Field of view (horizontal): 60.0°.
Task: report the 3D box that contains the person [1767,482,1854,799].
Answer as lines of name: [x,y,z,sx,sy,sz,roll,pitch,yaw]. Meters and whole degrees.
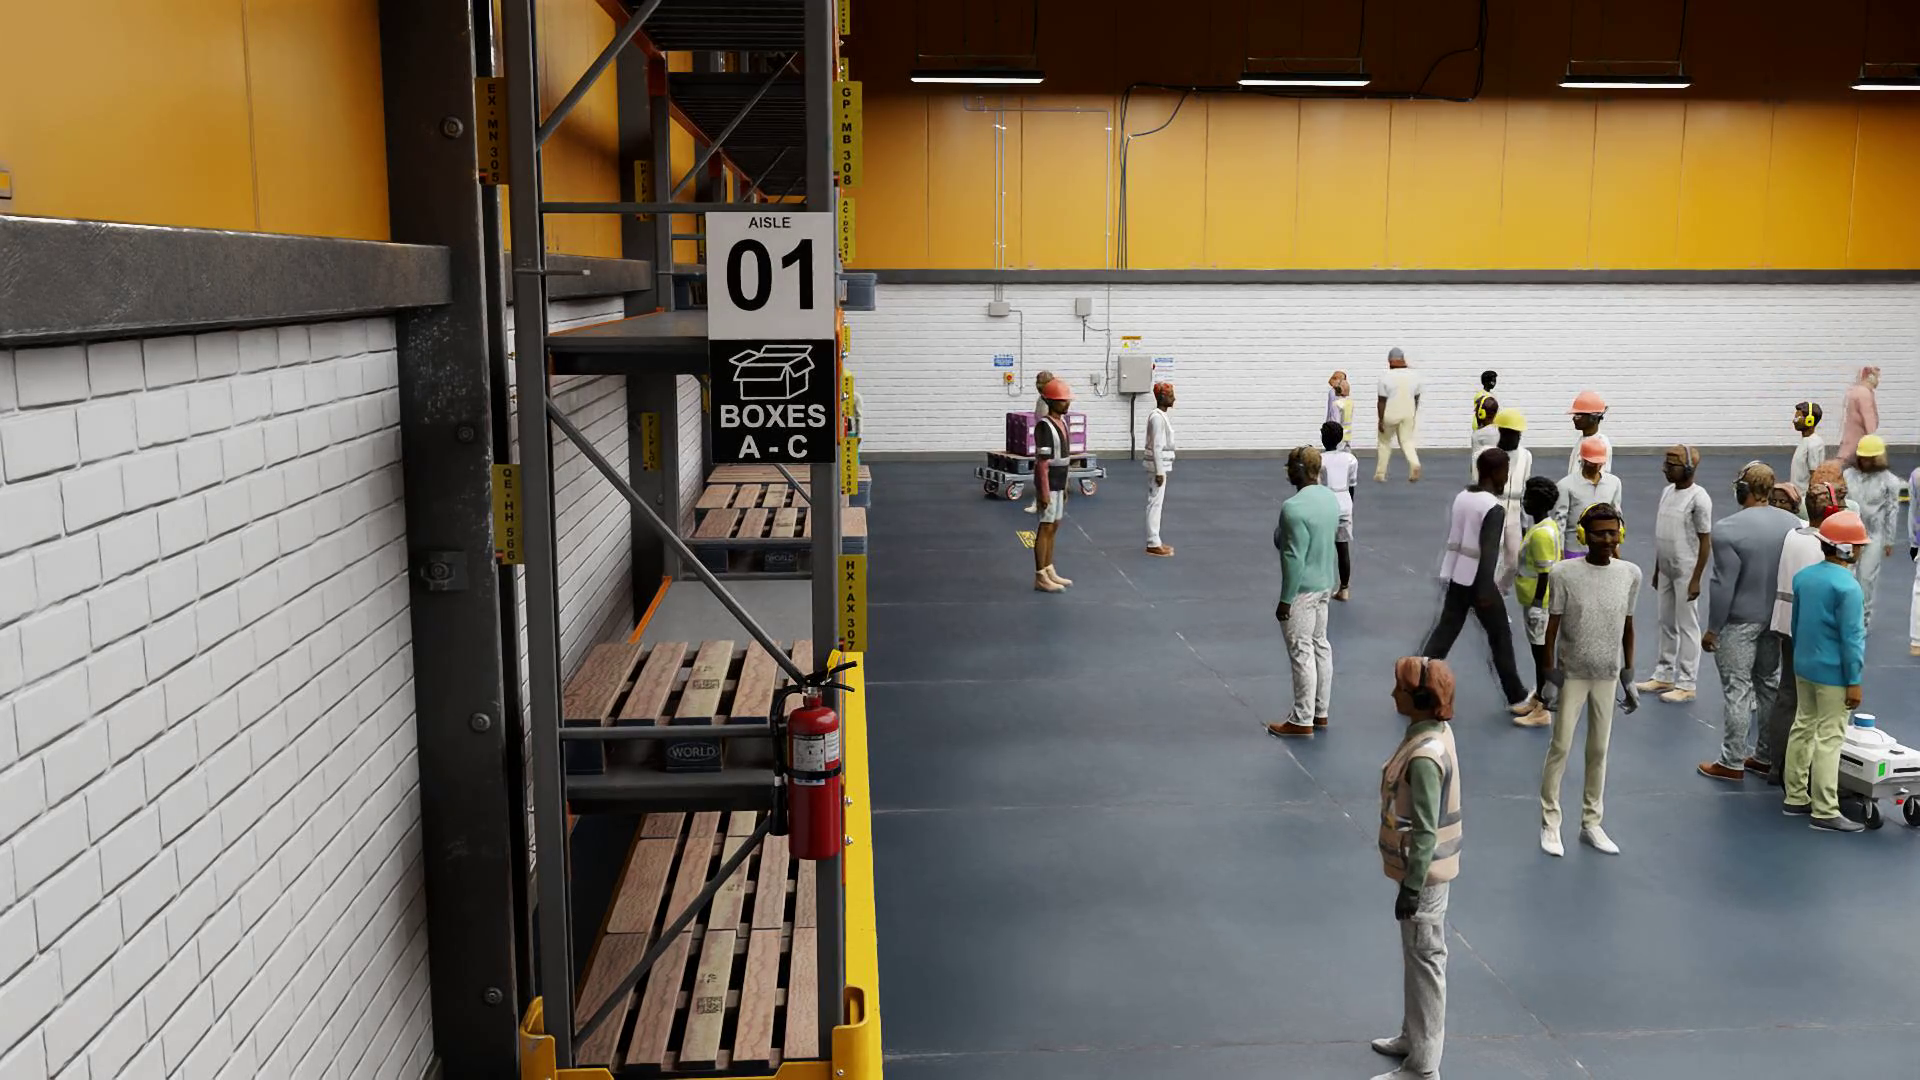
person: [4.955,0.578,9.694,0.389,1.846,0.566,-2,9,-11]

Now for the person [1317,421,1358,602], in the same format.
person: [3.422,-0.253,15.379,0.530,1.697,0.321,-3,10,-21]

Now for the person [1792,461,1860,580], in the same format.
person: [6.558,0.212,12.661,0.499,1.634,0.280,7,11,36]

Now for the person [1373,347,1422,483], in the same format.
person: [6.395,-1.828,24.197,0.686,2.000,0.874,-2,9,-10]

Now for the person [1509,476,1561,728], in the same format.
person: [3.887,0.415,11.185,0.321,1.696,0.537,3,10,19]

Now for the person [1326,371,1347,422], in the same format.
person: [5.530,-1.671,24.483,0.280,1.631,0.507,4,10,21]

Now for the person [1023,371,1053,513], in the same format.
person: [1.072,-1.222,21.053,0.403,1.834,0.528,-4,10,-26]

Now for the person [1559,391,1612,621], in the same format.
person: [5.365,-0.255,14.311,0.373,2.044,0.606,0,9,2]

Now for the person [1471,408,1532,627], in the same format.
person: [4.617,-0.177,14.235,0.626,1.913,0.402,-2,9,-13]

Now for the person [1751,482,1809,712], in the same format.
person: [5.573,0.418,11.348,0.525,1.639,0.307,7,12,38]

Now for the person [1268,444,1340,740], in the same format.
person: [2.266,0.336,10.923,0.353,1.937,0.635,7,11,36]

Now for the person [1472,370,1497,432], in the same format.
person: [7.454,-1.568,23.636,0.320,1.696,0.532,7,11,36]

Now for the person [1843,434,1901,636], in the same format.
person: [7.568,-0.035,13.913,0.427,1.721,0.494,-8,12,-41]

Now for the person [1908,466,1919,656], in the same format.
person: [7.772,0.047,13.085,0.429,1.837,0.624,-5,10,-27]

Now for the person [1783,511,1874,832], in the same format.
person: [4.793,0.710,9.149,0.327,1.753,0.561,-1,9,-3]

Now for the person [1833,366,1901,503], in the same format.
person: [11.862,-1.368,21.951,1.056,1.850,0.659,5,10,27]

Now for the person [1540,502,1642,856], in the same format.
person: [3.303,0.724,8.705,0.520,1.873,0.333,0,9,-2]

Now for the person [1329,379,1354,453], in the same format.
person: [5.120,-1.341,22.393,0.306,1.639,0.523,7,12,39]

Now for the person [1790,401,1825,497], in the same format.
person: [7.813,-0.348,15.454,0.328,1.867,0.513,3,9,17]

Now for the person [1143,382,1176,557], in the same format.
person: [2.170,-0.769,18.040,0.362,1.883,0.575,2,9,11]

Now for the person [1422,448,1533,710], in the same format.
person: [3.581,0.289,11.477,1.019,1.863,0.597,-2,9,-13]

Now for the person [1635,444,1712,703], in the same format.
person: [5.112,0.237,11.838,0.346,1.845,0.505,-2,9,-11]

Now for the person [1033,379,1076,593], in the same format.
person: [0.914,-0.525,16.006,0.395,2.044,0.609,3,10,21]

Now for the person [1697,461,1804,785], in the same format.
person: [4.707,0.494,9.933,0.628,1.940,0.377,-3,10,-18]

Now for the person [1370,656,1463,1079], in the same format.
person: [1.711,1.235,6.211,0.309,1.641,0.513,3,9,17]

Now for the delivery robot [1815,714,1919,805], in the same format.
delivery robot: [5.084,1.226,9.378,0.477,0.478,0.707,-2,9,-11]

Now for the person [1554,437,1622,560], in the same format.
person: [5.095,0.028,13.487,0.574,1.739,0.348,-1,9,-7]

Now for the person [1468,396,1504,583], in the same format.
person: [5.165,-0.482,16.327,0.510,1.861,0.326,-6,11,-32]
